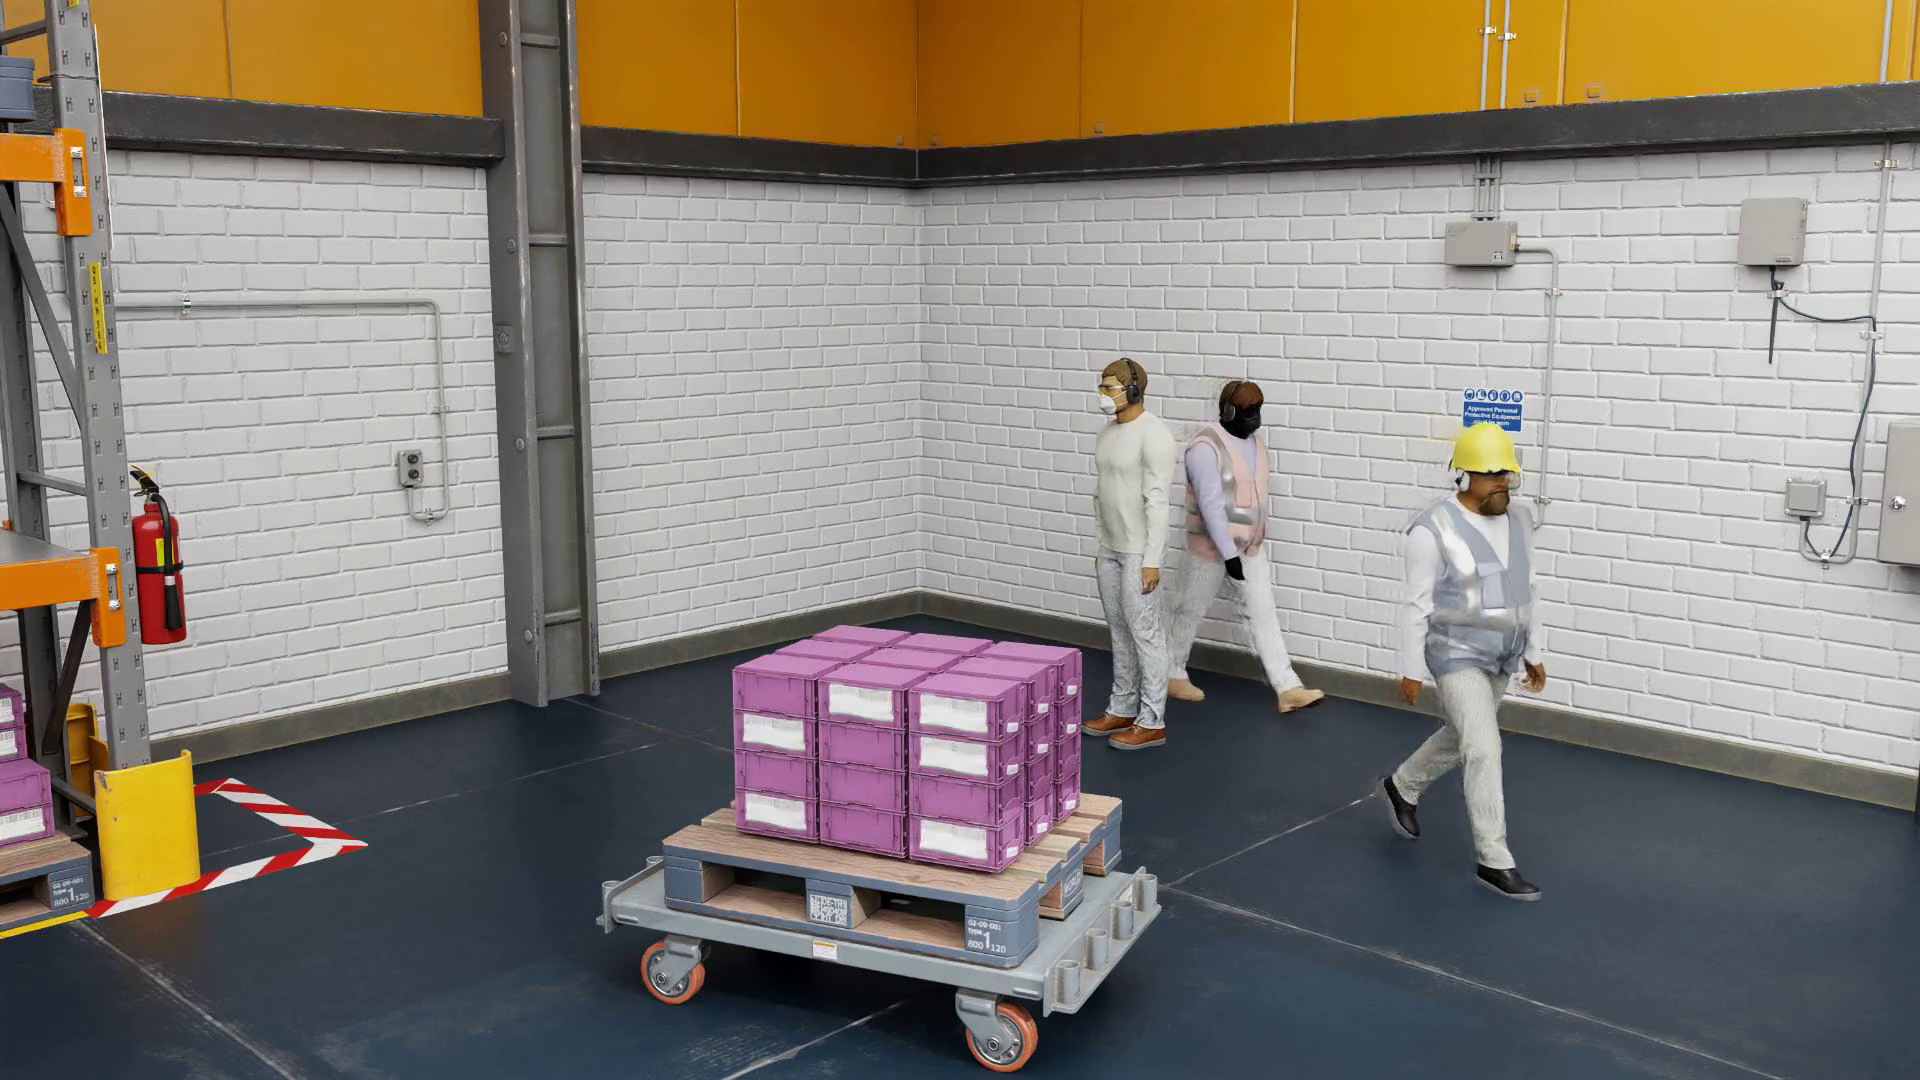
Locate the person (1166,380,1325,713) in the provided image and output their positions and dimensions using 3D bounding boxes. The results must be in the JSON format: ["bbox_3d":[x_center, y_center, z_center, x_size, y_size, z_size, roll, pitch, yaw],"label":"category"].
[{"bbox_3d":[1.456,0.038,8.876,0.623,1.781,1.007,-8,12,-40],"label":"person"}]

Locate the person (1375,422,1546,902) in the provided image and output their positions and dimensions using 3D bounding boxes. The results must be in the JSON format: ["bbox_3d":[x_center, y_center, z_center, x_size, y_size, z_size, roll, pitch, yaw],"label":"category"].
[{"bbox_3d":[1.956,0.418,6.514,0.595,1.795,0.892,-6,11,-31],"label":"person"}]

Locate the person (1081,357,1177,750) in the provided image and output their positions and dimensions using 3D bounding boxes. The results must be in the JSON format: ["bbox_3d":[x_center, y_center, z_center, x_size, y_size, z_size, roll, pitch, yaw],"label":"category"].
[{"bbox_3d":[0.839,0.063,8.281,0.382,1.936,0.631,-4,10,-23],"label":"person"}]
